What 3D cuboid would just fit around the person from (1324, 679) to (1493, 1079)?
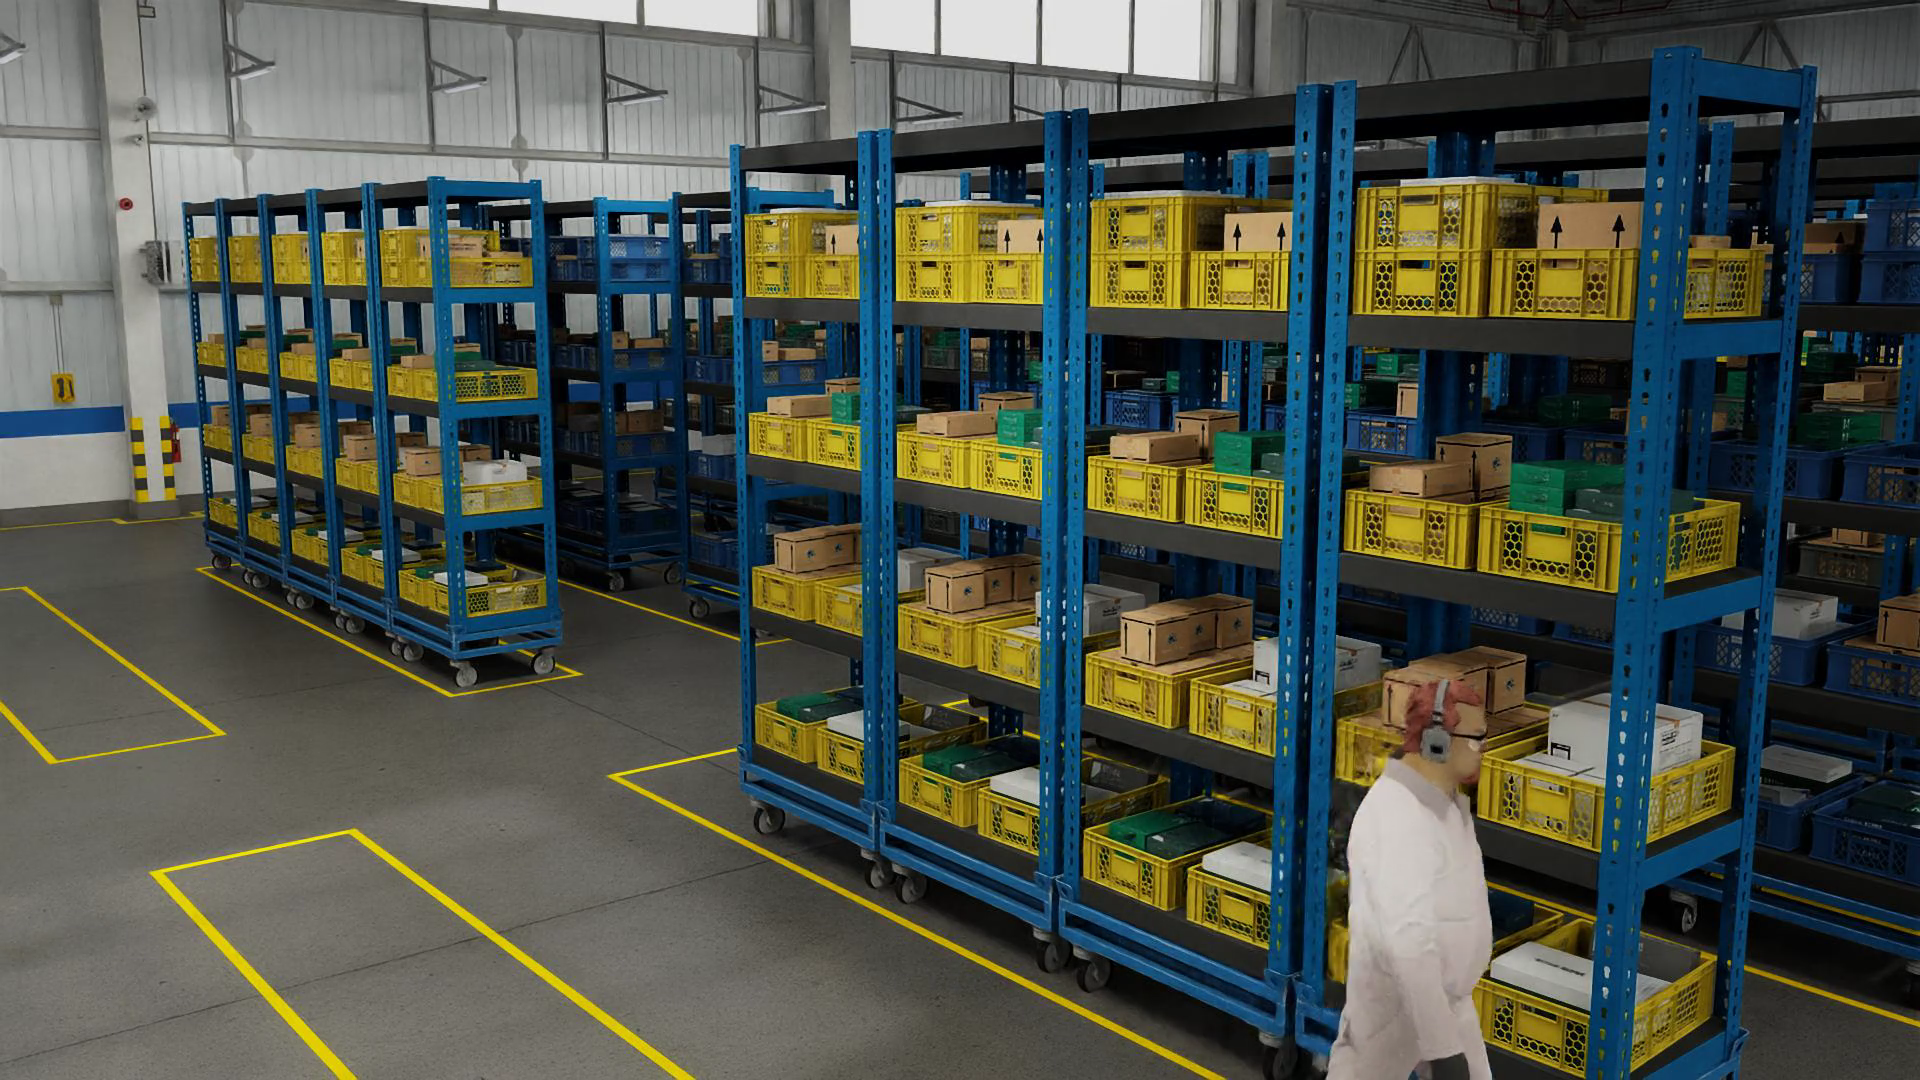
[{"bbox_3d":[1.289,1.309,4.802,1.005,1.859,0.654,5,11,30],"label":"person"}]
